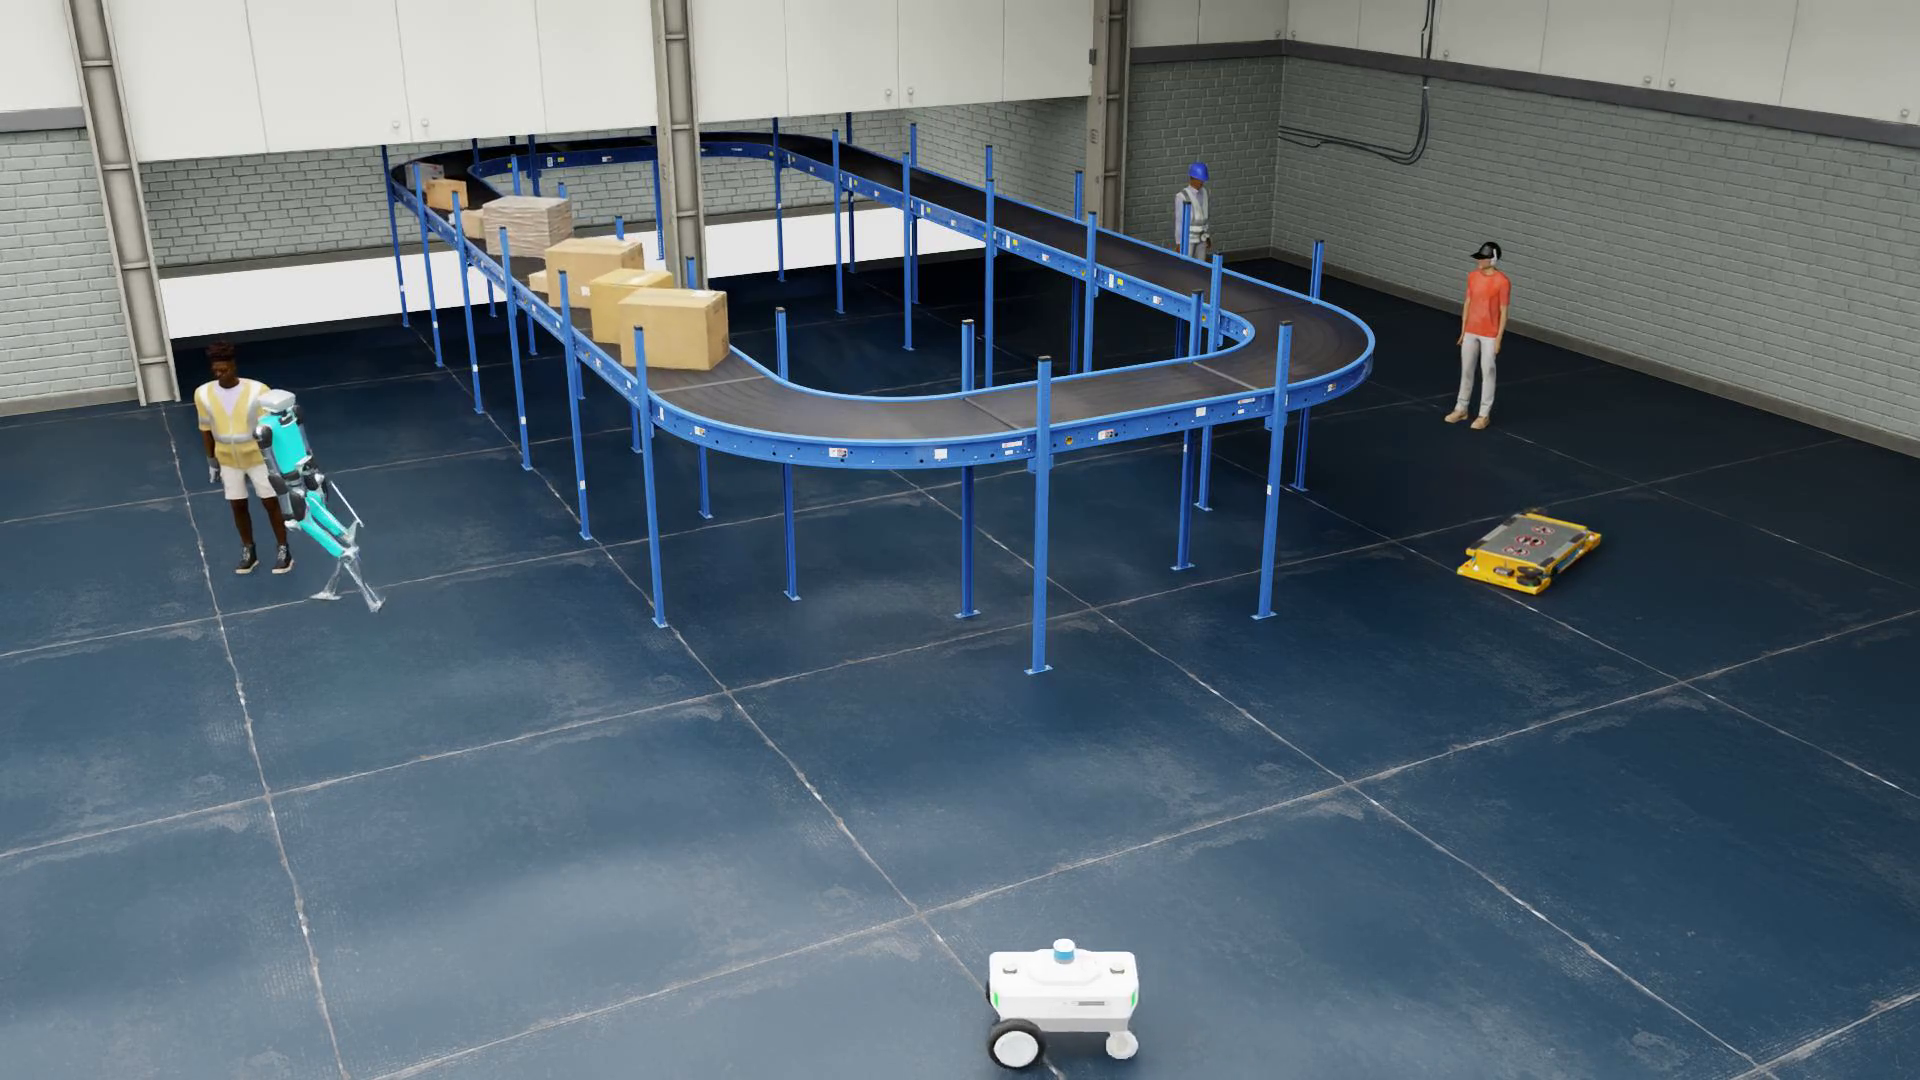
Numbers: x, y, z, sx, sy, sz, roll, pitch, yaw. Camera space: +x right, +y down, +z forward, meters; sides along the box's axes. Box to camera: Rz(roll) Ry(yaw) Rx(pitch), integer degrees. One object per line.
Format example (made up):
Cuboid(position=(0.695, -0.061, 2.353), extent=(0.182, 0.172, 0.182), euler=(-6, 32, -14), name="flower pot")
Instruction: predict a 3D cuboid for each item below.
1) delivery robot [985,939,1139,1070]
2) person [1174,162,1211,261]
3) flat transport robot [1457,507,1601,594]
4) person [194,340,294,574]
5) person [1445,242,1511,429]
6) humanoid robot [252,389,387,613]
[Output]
Cuboid(position=(0.485, 2.199, 8.037), extent=(0.764, 0.578, 0.499), euler=(0, 22, 0), name="delivery robot")
Cuboid(position=(2.962, -3.832, 21.138), extent=(0.610, 1.933, 0.413), euler=(-19, 29, -39), name="person")
Cuboid(position=(4.700, 0.081, 13.674), extent=(0.659, 0.231, 1.431), euler=(17, 28, 36), name="flat transport robot")
Cuboid(position=(-5.707, -0.649, 13.244), extent=(0.602, 1.953, 0.406), euler=(-2, 22, -4), name="person")
Cuboid(position=(5.259, -2.068, 16.804), extent=(0.409, 1.909, 0.475), euler=(-18, 28, -38), name="person")
Cuboid(position=(-4.744, -0.242, 12.591), extent=(0.890, 1.830, 0.570), euler=(4, 22, 10), name="humanoid robot")
